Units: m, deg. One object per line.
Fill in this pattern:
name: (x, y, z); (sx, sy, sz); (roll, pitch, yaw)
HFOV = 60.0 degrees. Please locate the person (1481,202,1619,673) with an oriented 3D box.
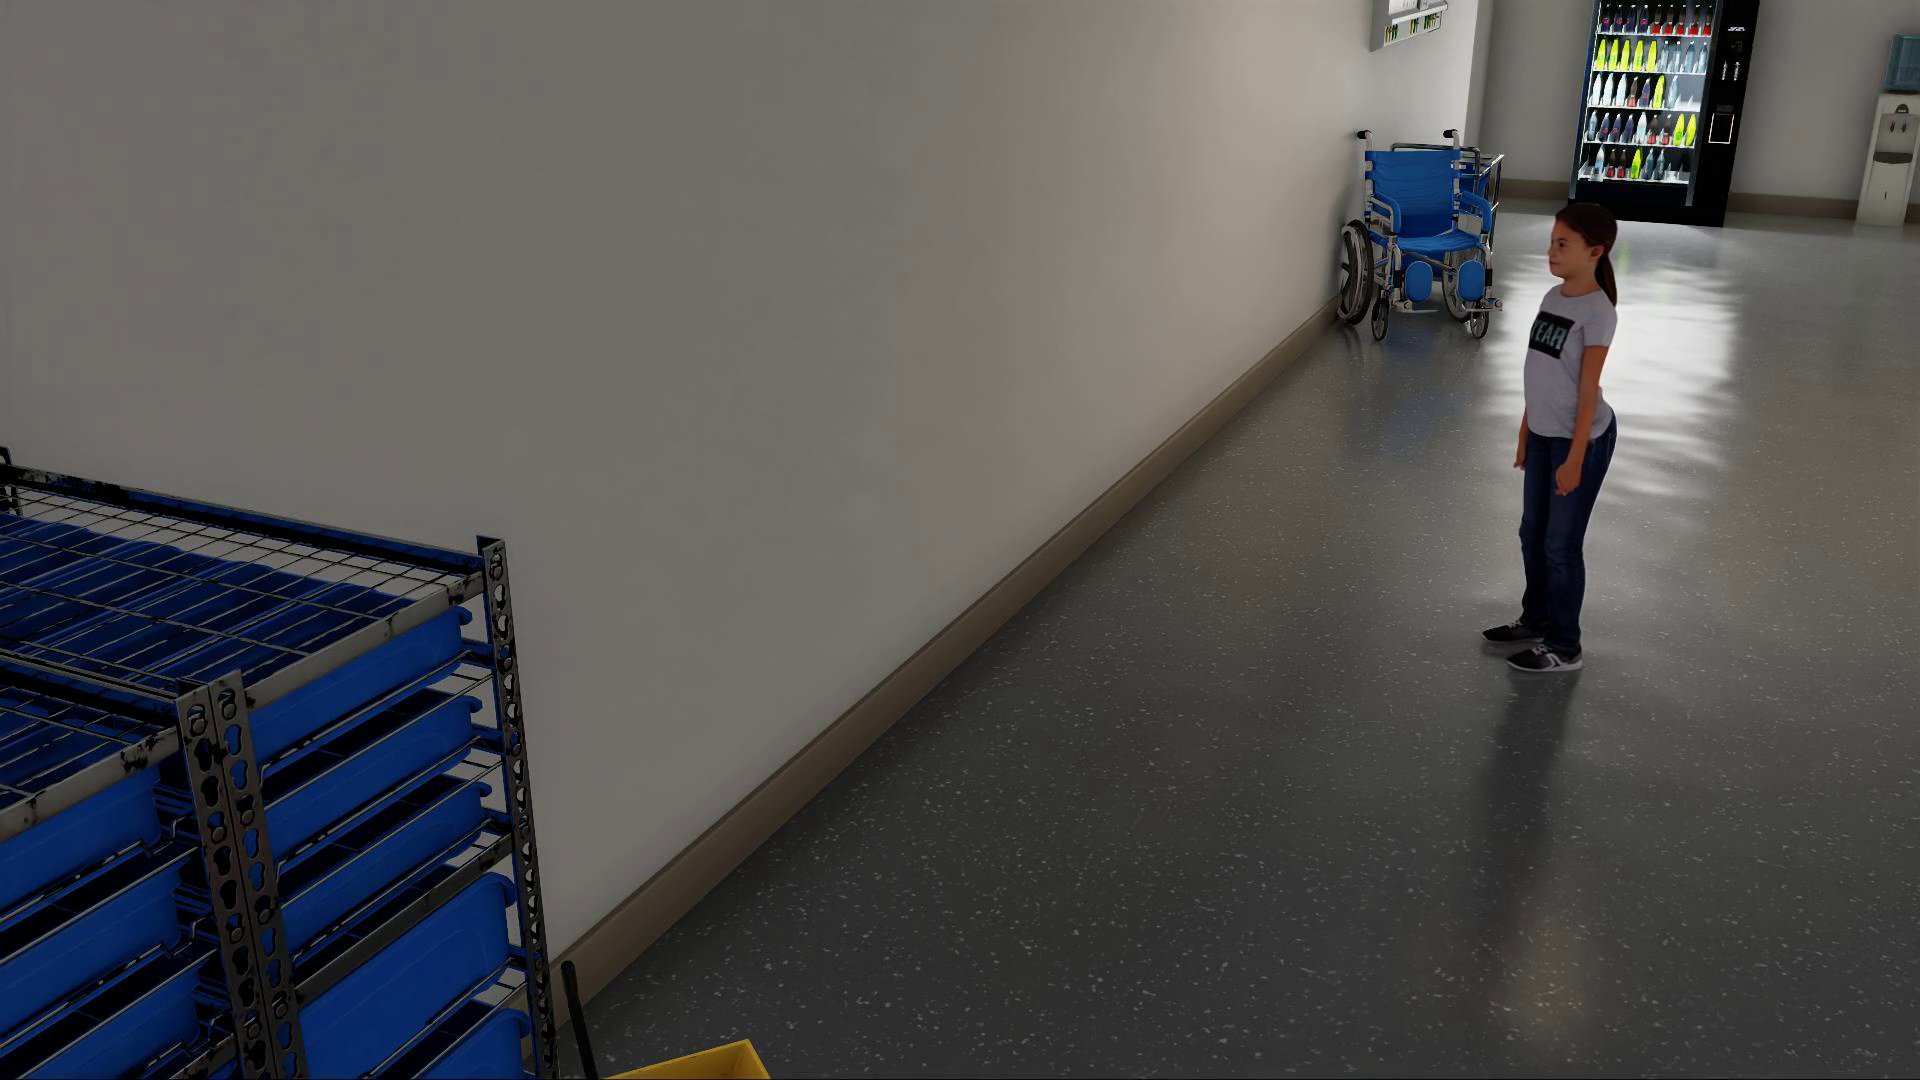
person: (1.998, -0.336, 5.483); (0.670, 1.561, 0.621); (-5, 21, -12)
